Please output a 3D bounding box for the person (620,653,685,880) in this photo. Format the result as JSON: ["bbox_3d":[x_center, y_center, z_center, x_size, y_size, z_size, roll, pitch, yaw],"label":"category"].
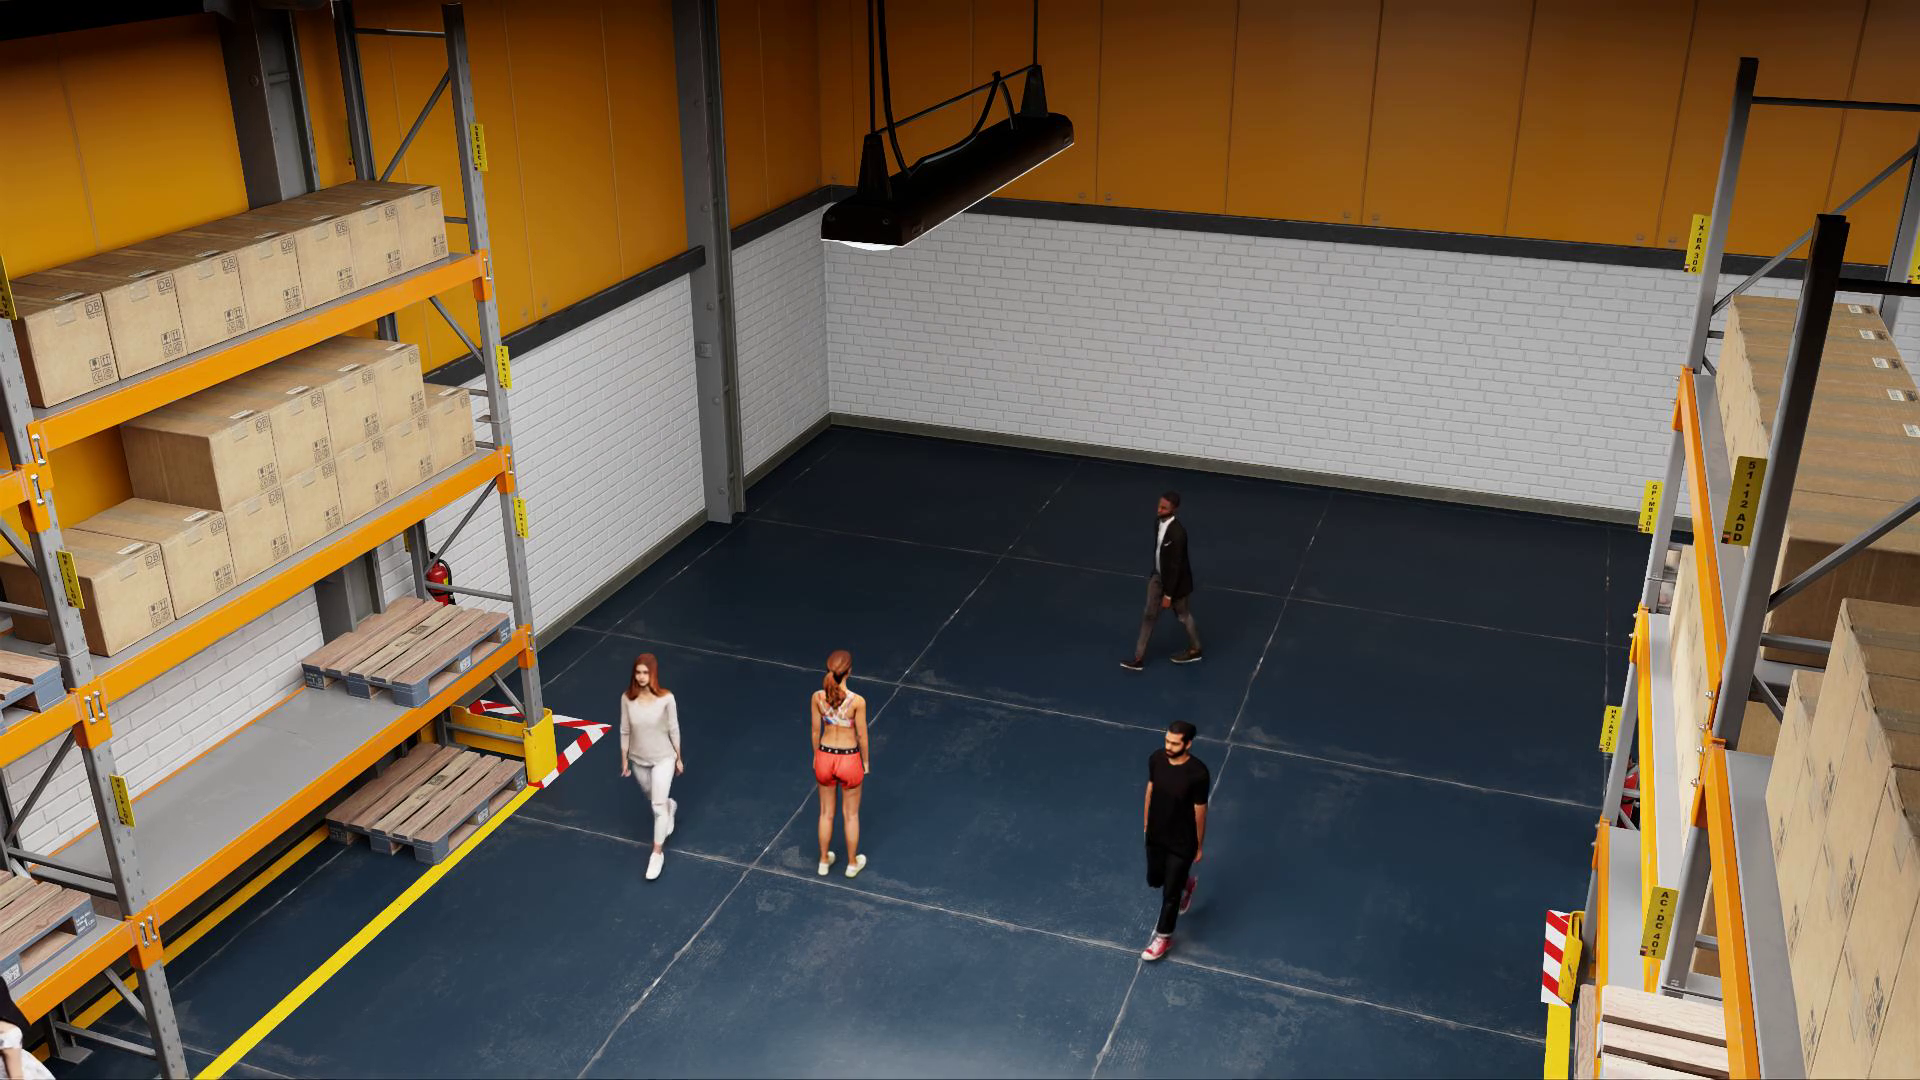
[{"bbox_3d":[-2.240,1.567,12.229,0.739,1.687,1.105,4,24,8],"label":"person"}]

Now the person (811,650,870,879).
[{"bbox_3d":[-0.876,1.622,11.981,0.599,1.785,0.556,5,24,10],"label":"person"}]

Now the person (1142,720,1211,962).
[{"bbox_3d":[1.490,1.971,11.239,0.845,1.740,1.056,19,30,36],"label":"person"}]

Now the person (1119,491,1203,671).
[{"bbox_3d":[1.943,0.372,14.887,1.193,1.748,1.139,-7,25,-16],"label":"person"}]
